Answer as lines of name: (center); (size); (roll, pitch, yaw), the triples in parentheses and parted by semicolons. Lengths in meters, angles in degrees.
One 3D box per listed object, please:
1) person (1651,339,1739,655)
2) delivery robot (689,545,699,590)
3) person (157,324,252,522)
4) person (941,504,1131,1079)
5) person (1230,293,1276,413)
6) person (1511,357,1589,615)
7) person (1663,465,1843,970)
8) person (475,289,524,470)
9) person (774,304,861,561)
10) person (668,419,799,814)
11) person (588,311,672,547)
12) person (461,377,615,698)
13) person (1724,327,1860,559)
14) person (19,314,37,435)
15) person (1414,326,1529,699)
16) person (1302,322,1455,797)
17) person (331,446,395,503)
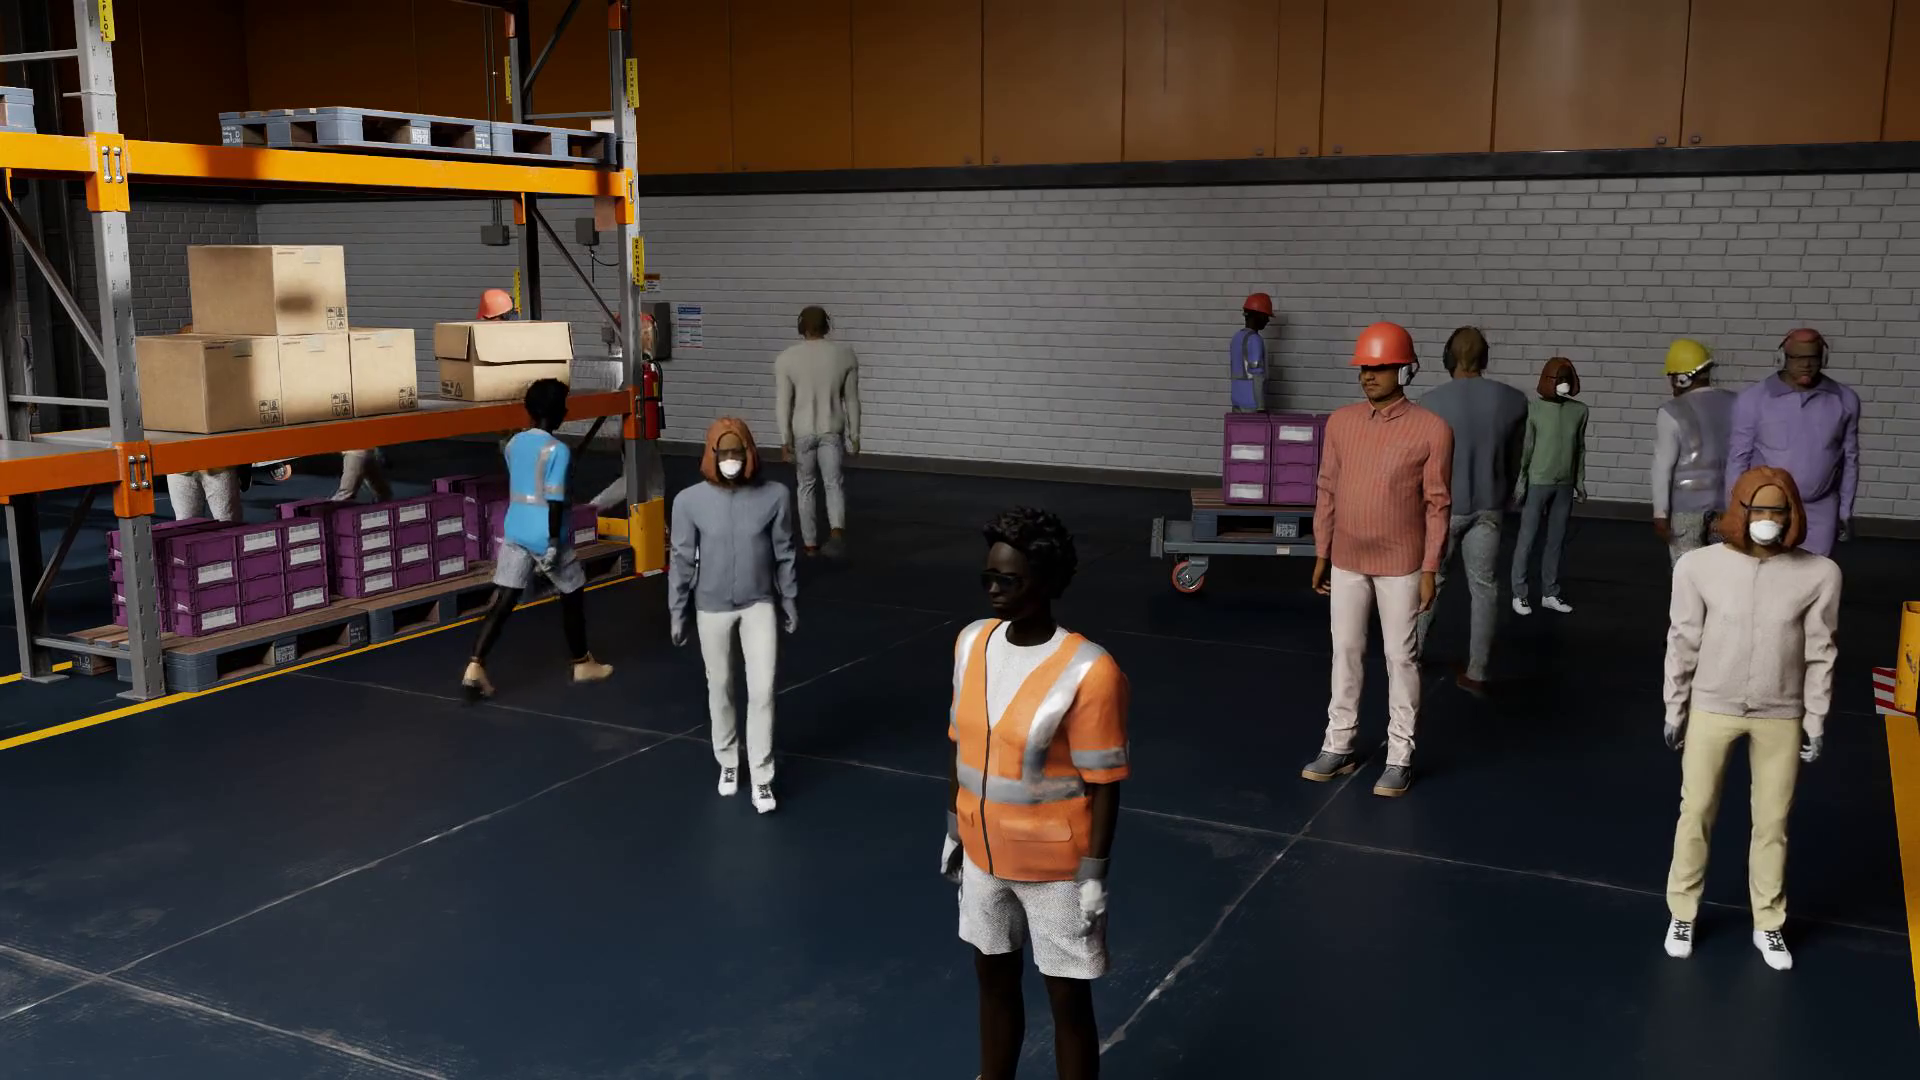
person: (4.110, -0.217, 9.317); (0.619, 1.801, 0.472); (-3, 10, -15)
delivery robot: (-1.474, 0.110, 10.763); (0.477, 0.478, 0.707); (5, 11, 27)
person: (-4.863, -0.468, 10.696); (0.625, 1.836, 0.428); (0, 10, -2)
person: (0.162, 0.755, 3.993); (0.530, 1.697, 0.322); (9, 13, 43)
person: (2.600, -1.224, 14.791); (0.374, 1.928, 0.542); (-2, 10, -13)
person: (3.731, -0.339, 10.516); (0.507, 1.631, 0.266); (-3, 10, -15)
person: (2.505, 0.565, 5.315); (0.493, 1.627, 0.284); (3, 10, 18)
person: (-3.594, -1.064, 13.692); (0.723, 2.001, 0.680); (-1, 10, -3)
person: (-1.035, -0.774, 12.239); (0.646, 1.919, 0.810); (-1, 10, -8)
person: (-0.918, 0.315, 6.795); (0.533, 1.604, 0.719); (-2, 10, -9)
person: (-2.560, -0.843, 12.793); (0.777, 1.865, 0.596); (2, 10, 9)
person: (-2.223, -0.010, 8.567); (0.535, 1.650, 0.884); (8, 12, 38)
person: (4.384, -0.170, 8.785); (0.648, 1.897, 0.409); (2, 10, 12)
person: (-9.233, -1.422, 16.195); (0.591, 1.837, 0.403); (3, 10, 16)
person: (2.622, -0.169, 8.778); (0.642, 1.898, 0.876); (0, 10, -3)
person: (1.765, 0.080, 7.046); (0.608, 1.995, 0.376); (8, 13, 40)
person: (-4.495, -0.641, 12.367); (0.878, 1.597, 0.506); (-5, 11, -26)
